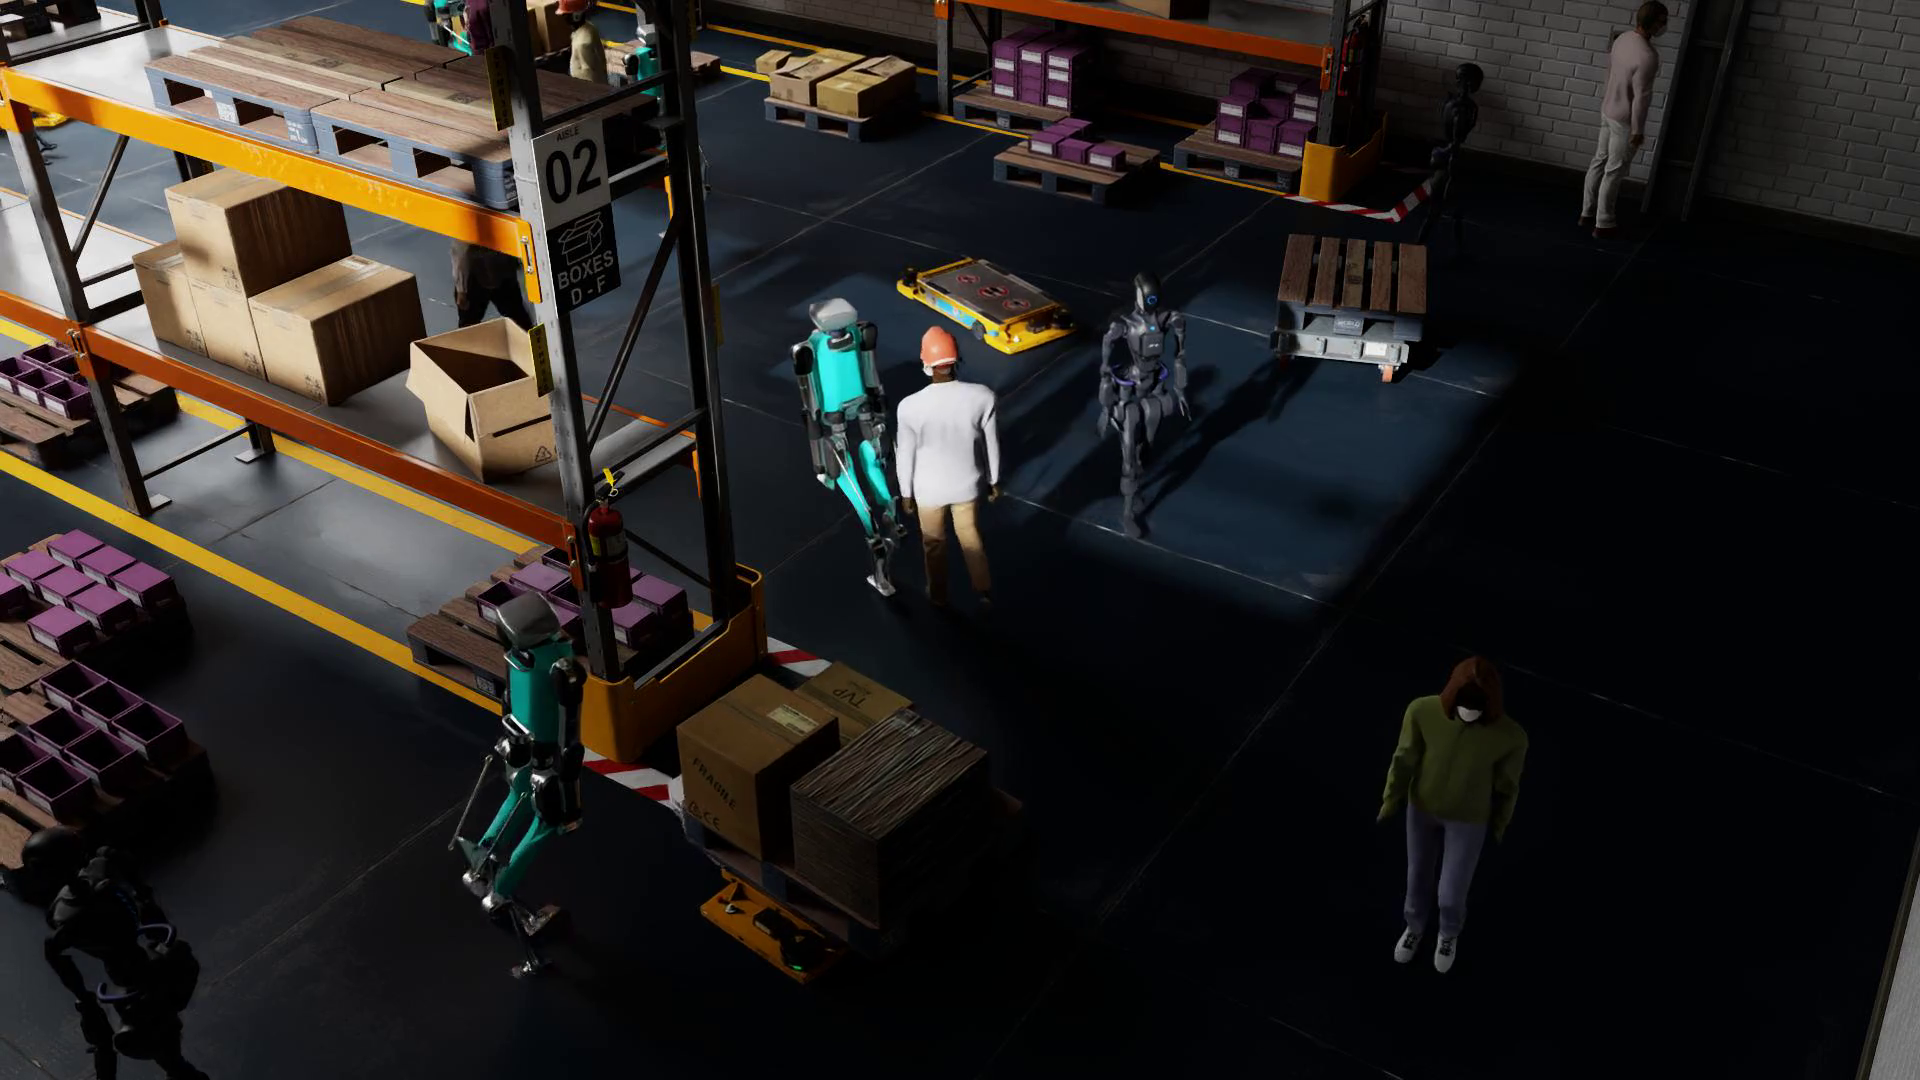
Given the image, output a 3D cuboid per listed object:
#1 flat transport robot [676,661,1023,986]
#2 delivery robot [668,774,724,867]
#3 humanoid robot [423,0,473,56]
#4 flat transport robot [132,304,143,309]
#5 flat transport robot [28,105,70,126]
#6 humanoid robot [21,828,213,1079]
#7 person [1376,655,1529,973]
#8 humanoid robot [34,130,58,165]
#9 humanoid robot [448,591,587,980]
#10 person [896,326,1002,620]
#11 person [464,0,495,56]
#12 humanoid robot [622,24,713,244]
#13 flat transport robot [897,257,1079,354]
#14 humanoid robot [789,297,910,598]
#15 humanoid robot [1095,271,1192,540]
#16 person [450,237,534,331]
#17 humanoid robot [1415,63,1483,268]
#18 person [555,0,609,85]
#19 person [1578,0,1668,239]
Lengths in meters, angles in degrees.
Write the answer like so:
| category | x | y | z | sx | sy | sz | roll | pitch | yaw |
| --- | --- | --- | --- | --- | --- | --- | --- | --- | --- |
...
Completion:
| category | x | y | z | sx | sy | sz | roll | pitch | yaw |
| --- | --- | --- | --- | --- | --- | --- | --- | --- | --- |
| flat transport robot | -0.449 | 1.433 | 7.671 | 0.659 | 0.231 | 1.431 | 25 | 40 | 33 |
| delivery robot | -1.000 | 1.153 | 7.829 | 0.513 | 0.584 | 0.744 | 28 | 42 | 36 |
| humanoid robot | -4.702 | -4.780 | 15.926 | 1.026 | 1.765 | 0.538 | 29 | 43 | 36 |
| flat transport robot | -6.407 | -2.001 | 12.948 | 1.431 | 0.231 | 0.659 | 20 | 38 | 28 |
| flat transport robot | -9.442 | -4.343 | 16.549 | 1.431 | 0.231 | 0.659 | 7 | 34 | 10 |
| humanoid robot | -3.026 | 1.643 | 6.075 | 0.573 | 1.638 | 0.591 | 1 | 33 | 1 |
| person | 1.998 | 1.150 | 6.867 | 0.502 | 1.623 | 0.369 | 19 | 37 | 26 |
| humanoid robot | -8.619 | -4.170 | 15.004 | 0.410 | 1.636 | 0.616 | -8 | 34 | -13 |
| humanoid robot | -1.867 | 1.084 | 6.857 | 0.755 | 1.787 | 0.538 | -26 | 41 | -34 |
| person | -0.049 | -0.305 | 8.996 | 0.580 | 1.729 | 0.574 | -11 | 35 | -16 |
| person | -4.225 | -4.273 | 14.902 | 0.420 | 1.949 | 0.489 | -19 | 38 | -27 |
| humanoid robot | -2.293 | -3.247 | 13.452 | 0.530 | 1.728 | 0.708 | -26 | 41 | -34 |
| flat transport robot | 0.195 | -1.818 | 12.667 | 0.659 | 0.231 | 1.431 | -22 | 39 | -30 |
| humanoid robot | -0.502 | -0.396 | 9.175 | 0.546 | 1.809 | 0.816 | -23 | 40 | -31 |
| humanoid robot | 1.113 | -0.816 | 9.856 | 0.601 | 1.635 | 0.675 | -11 | 35 | -16 |
| person | -3.282 | -1.871 | 11.426 | 0.928 | 1.707 | 0.734 | 19 | 38 | 27 |
| humanoid robot | 3.915 | -2.921 | 13.085 | 0.671 | 1.634 | 0.606 | 9 | 34 | 13 |
| person | -3.346 | -3.956 | 14.626 | 0.842 | 1.714 | 0.583 | -2 | 33 | -4 |
| person | 5.450 | -3.450 | 13.649 | 0.379 | 1.936 | 0.627 | -2 | 33 | -3 |
